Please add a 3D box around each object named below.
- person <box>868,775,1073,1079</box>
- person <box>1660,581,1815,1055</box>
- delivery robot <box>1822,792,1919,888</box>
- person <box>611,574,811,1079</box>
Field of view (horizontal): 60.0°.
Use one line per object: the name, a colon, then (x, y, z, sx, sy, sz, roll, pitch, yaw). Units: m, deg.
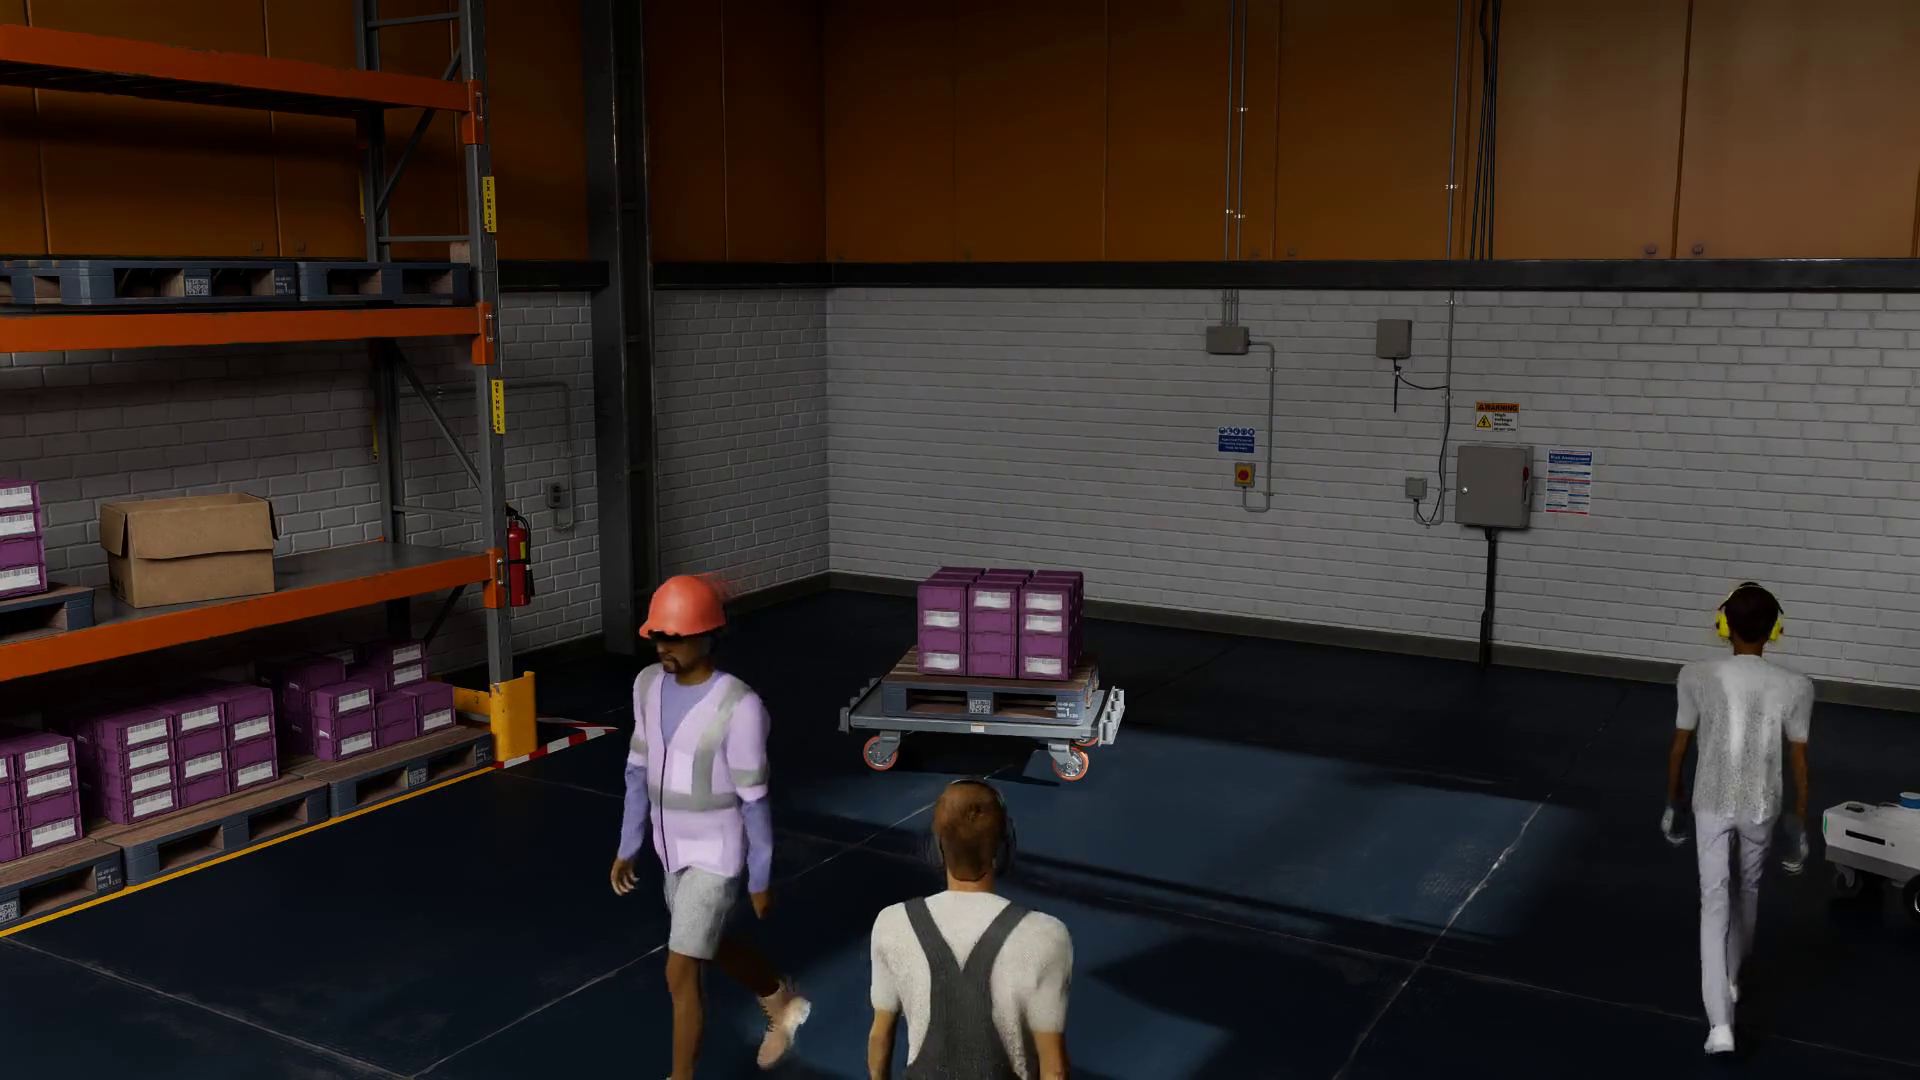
person: (0.040, 1.462, 4.234, 0.543, 1.798, 0.940, 2, 9, 11)
person: (3.070, 1.079, 6.582, 0.529, 1.823, 0.951, 3, 10, 17)
delivery robot: (4.517, 1.446, 7.925, 0.477, 0.478, 0.707, -6, 11, -35)
person: (-0.872, 1.085, 5.977, 0.611, 2.012, 0.961, 9, 12, 43)
